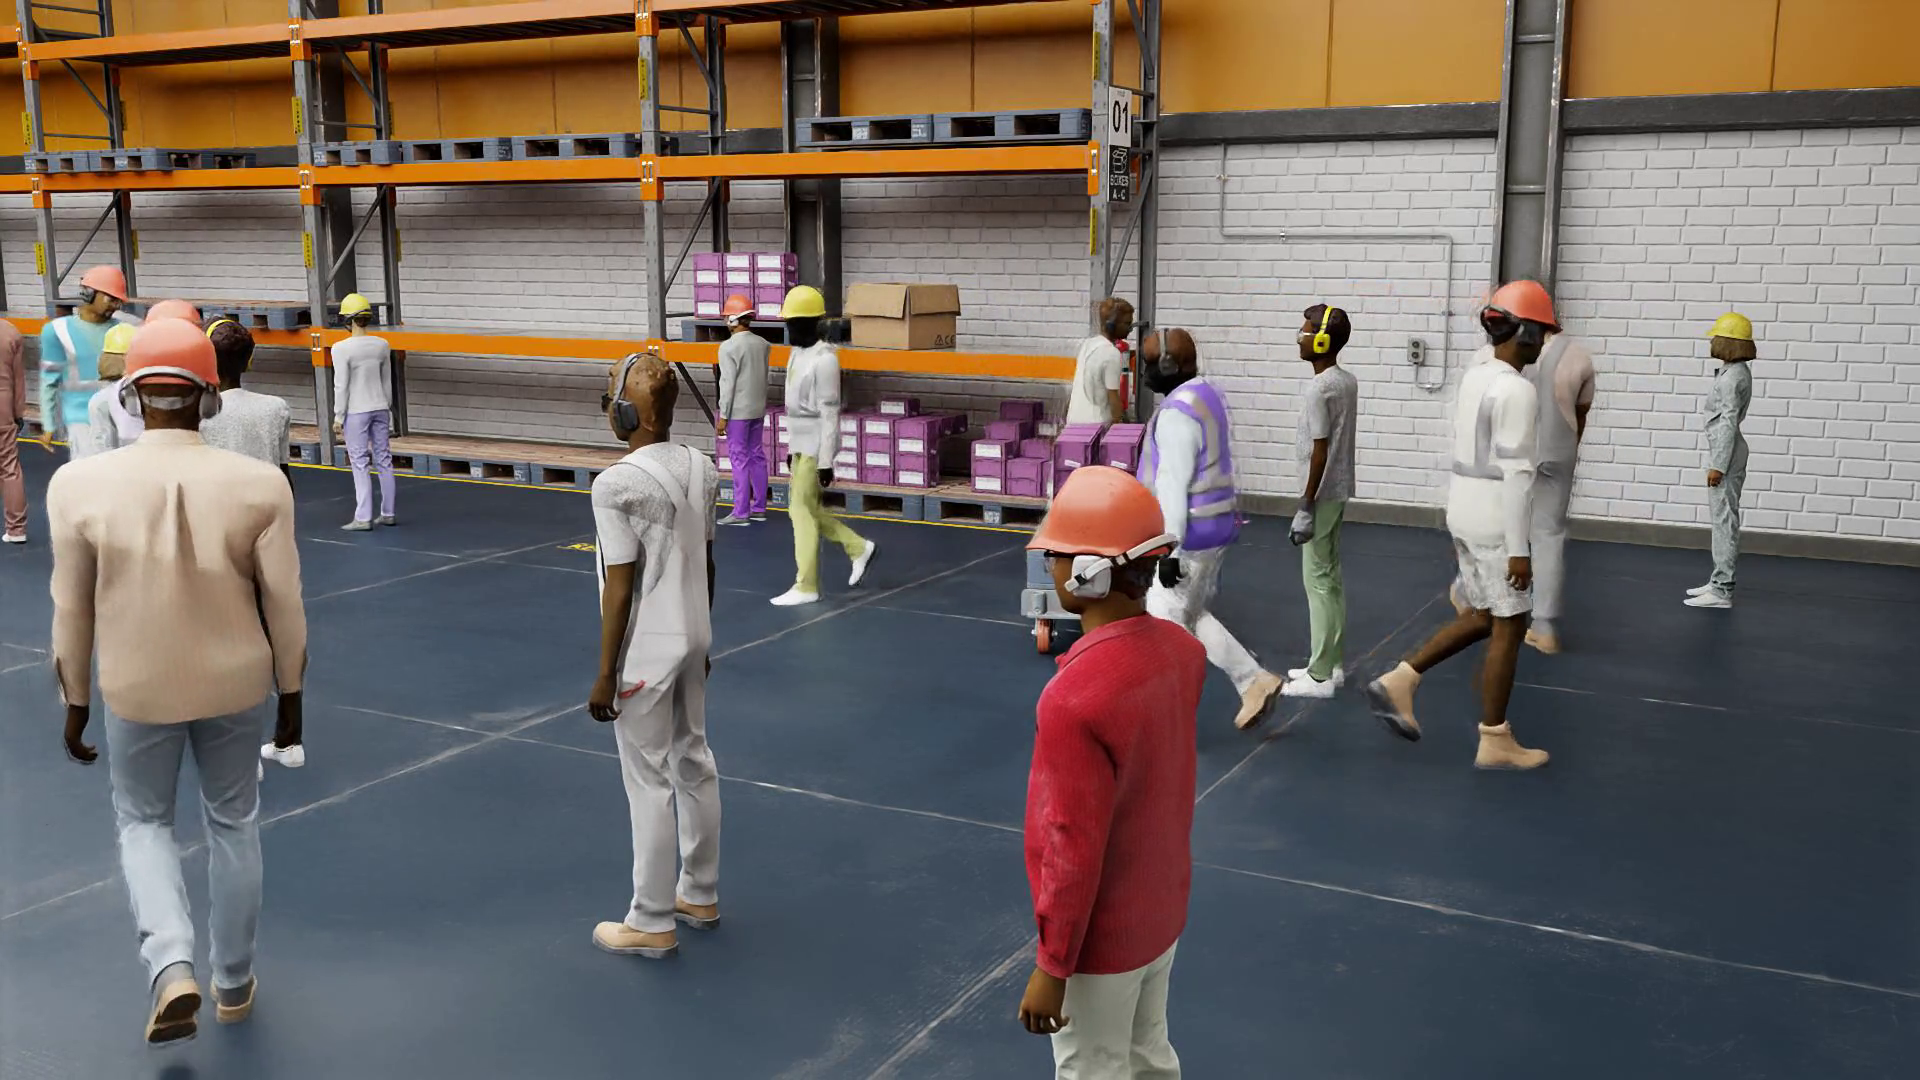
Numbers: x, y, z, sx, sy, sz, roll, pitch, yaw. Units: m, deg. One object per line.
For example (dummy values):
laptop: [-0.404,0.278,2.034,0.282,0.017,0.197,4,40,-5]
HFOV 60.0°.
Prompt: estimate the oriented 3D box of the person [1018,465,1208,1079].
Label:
person: [0.276,0.725,3.286,0.330,1.751,0.564,5,12,28]

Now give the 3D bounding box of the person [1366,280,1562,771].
person: [2.118,-0.054,6.847,0.673,2.016,0.644,0,10,0]

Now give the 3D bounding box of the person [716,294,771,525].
person: [-1.669,-0.989,12.679,0.330,1.751,0.564,5,12,28]

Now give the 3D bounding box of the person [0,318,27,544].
person: [-6.882,-0.881,11.659,0.407,1.913,0.641,5,12,28]

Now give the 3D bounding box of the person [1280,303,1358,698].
person: [1.706,-0.182,7.929,0.328,1.876,0.515,5,12,28]

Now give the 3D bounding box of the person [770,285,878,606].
person: [-0.830,-0.564,9.934,0.642,1.905,0.602,-4,11,-22]

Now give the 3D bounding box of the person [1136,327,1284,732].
person: [1.042,-0.007,7.160,0.677,1.810,0.681,3,11,15]

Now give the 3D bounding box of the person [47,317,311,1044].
person: [-2.072,0.397,4.475,0.632,1.975,0.577,-5,12,-26]

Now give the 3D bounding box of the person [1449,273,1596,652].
person: [3.043,-0.472,9.062,0.687,2.000,1.002,0,10,2]

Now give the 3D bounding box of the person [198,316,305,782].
person: [-2.905,0.042,6.700,0.328,1.876,0.515,5,12,28]

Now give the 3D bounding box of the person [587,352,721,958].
person: [-0.936,0.352,5.081,0.345,1.846,0.506,5,12,28]

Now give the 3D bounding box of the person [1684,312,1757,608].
person: [4.516,-0.471,9.868,0.289,1.746,0.487,5,12,28]

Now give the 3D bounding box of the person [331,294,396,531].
person: [-4.460,-0.946,12.416,0.315,1.768,0.526,5,12,28]

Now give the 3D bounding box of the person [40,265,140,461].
person: [-5.588,-0.770,10.800,0.658,2.001,0.480,-9,14,-42]

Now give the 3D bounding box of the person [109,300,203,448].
person: [-3.667,-0.171,7.816,0.681,1.890,0.570,3,11,17]
